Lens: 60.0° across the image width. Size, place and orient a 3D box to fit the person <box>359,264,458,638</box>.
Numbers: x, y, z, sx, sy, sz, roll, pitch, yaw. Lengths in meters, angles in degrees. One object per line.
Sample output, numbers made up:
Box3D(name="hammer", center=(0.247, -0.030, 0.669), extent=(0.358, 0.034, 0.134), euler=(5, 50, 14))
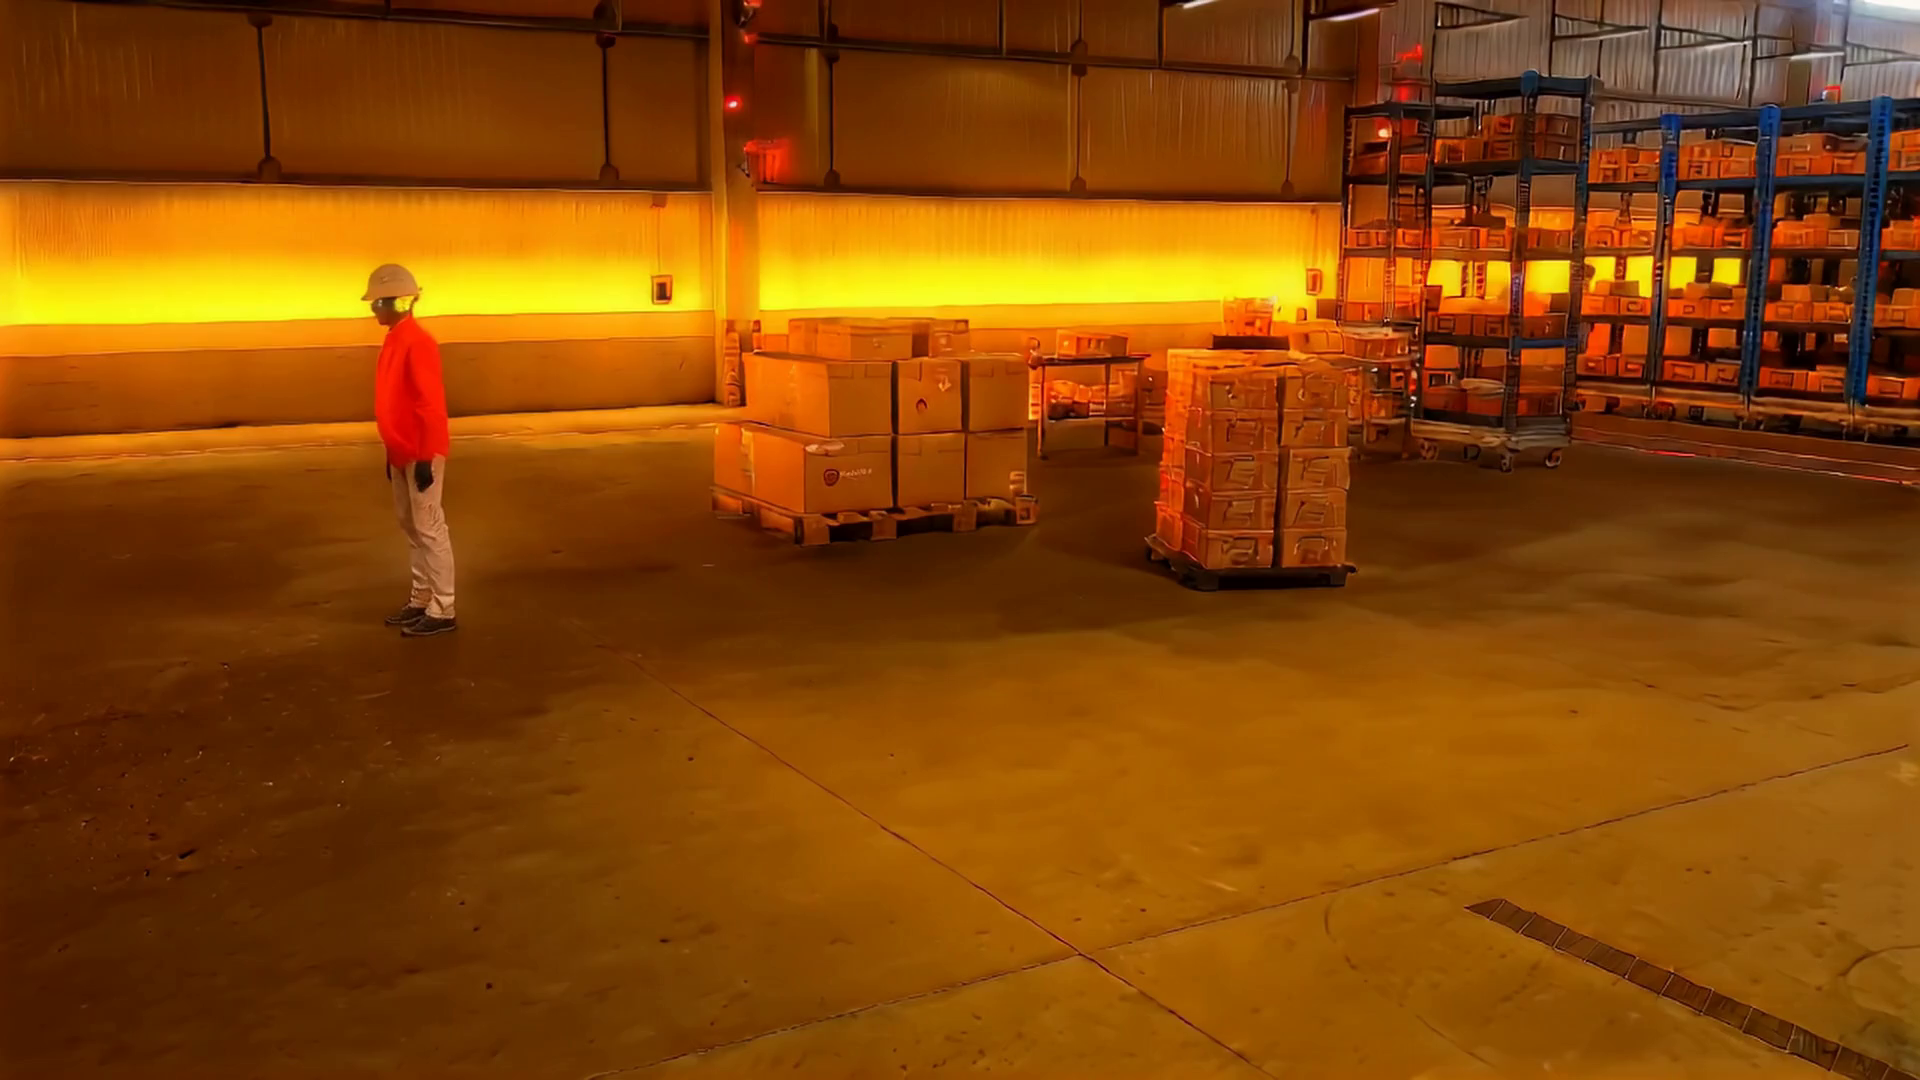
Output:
Box3D(name="person", center=(-2.954, -0.472, 8.899), extent=(0.405, 1.987, 0.608), euler=(-8, 13, -39))

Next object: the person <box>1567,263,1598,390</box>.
Box3D(name="person", center=(8.940, -3.046, 23.847), extent=(0.396, 1.847, 0.565), euler=(3, 11, 19))
